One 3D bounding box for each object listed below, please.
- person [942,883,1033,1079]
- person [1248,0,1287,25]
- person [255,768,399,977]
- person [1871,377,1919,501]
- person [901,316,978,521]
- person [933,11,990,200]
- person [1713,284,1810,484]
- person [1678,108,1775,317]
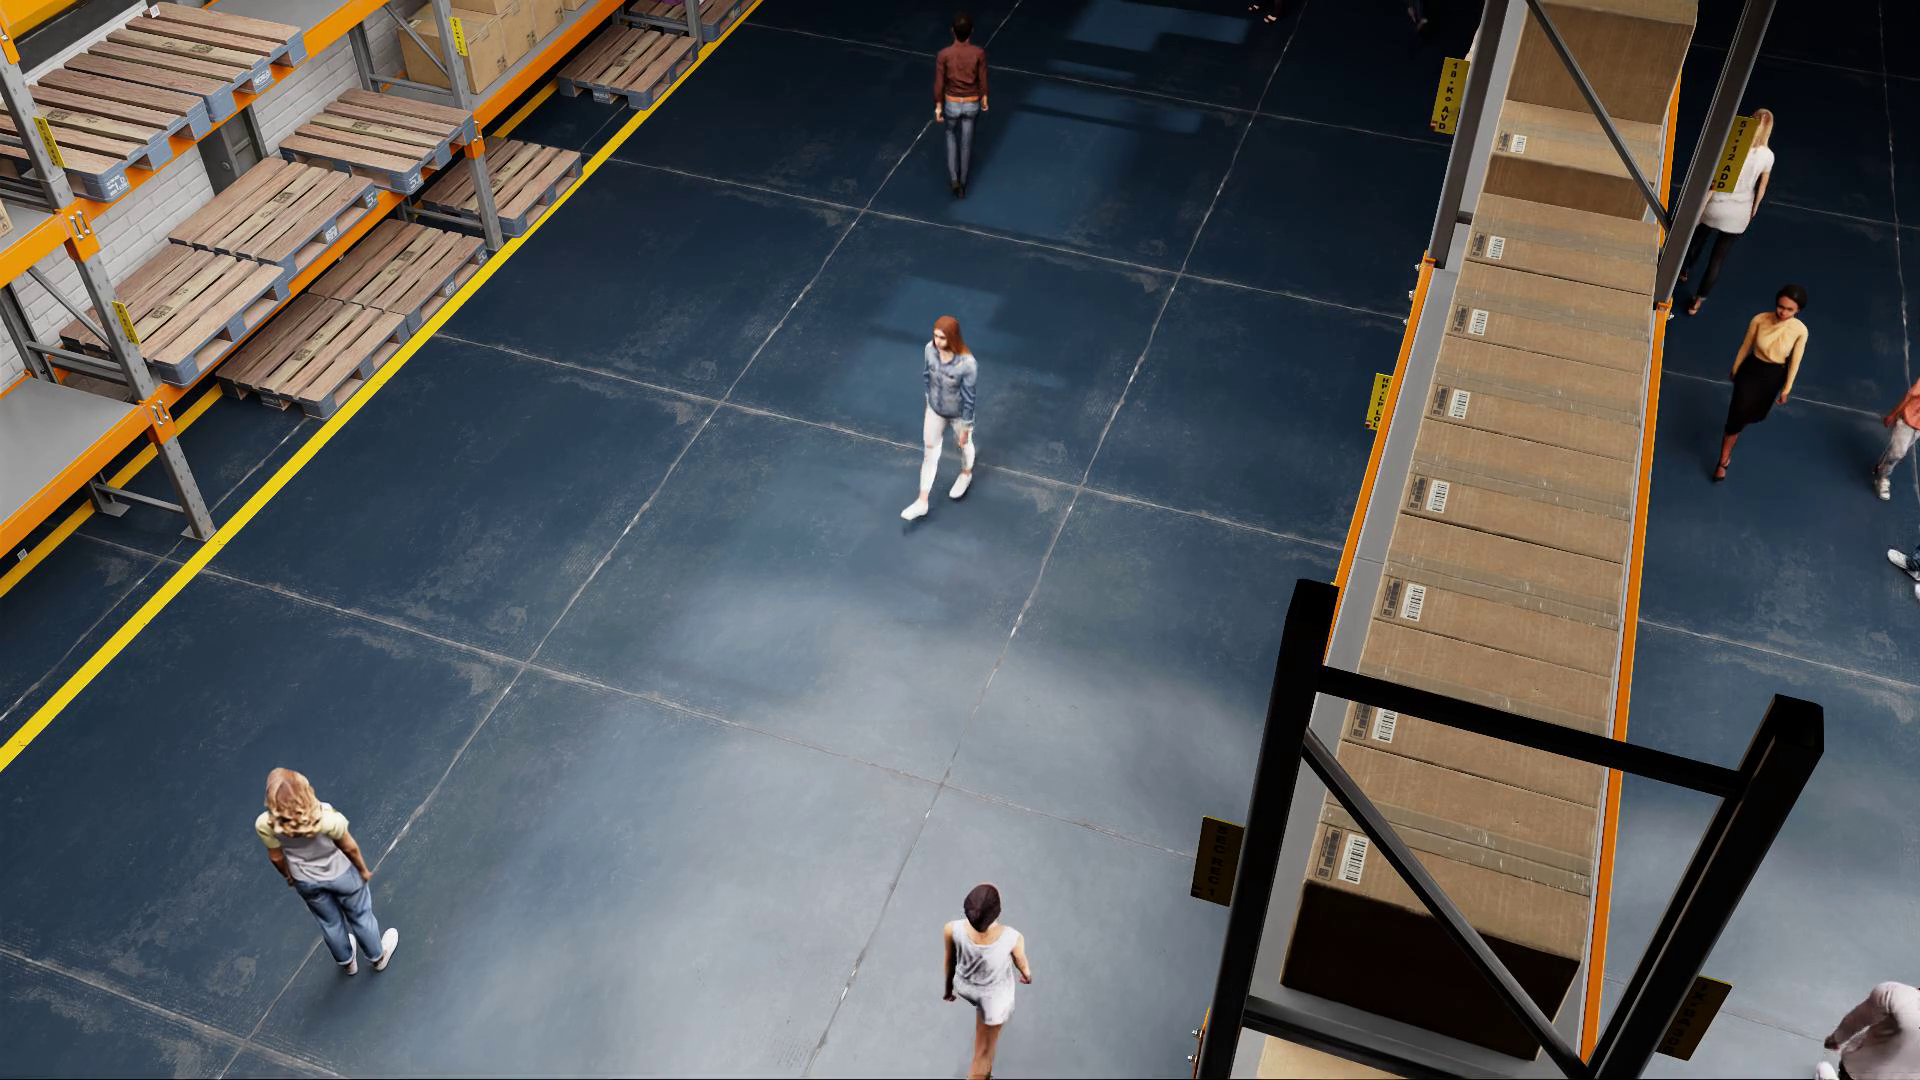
[{"bbox_3d":[0.101,2.361,8.538,0.624,1.564,1.064,12,45,12],"label":"person"},{"bbox_3d":[3.344,-6.307,17.567,0.708,1.661,0.647,-18,46,-18],"label":"person"},{"bbox_3d":[-3.432,1.807,9.003,0.707,1.725,0.707,-5,44,-5],"label":"person"},{"bbox_3d":[6.972,-0.936,12.197,0.613,1.292,0.679,1,44,1],"label":"person"},{"bbox_3d":[-0.014,-0.961,11.946,0.764,1.674,1.030,23,48,22],"label":"person"},{"bbox_3d":[0.022,-3.843,14.903,0.743,1.768,0.727,-1,44,-1],"label":"person"},{"bbox_3d":[5.915,-1.209,12.243,0.675,1.623,1.042,20,47,20],"label":"person"},{"bbox_3d":[6.264,-2.622,13.595,0.687,1.804,0.958,11,45,11],"label":"person"}]
